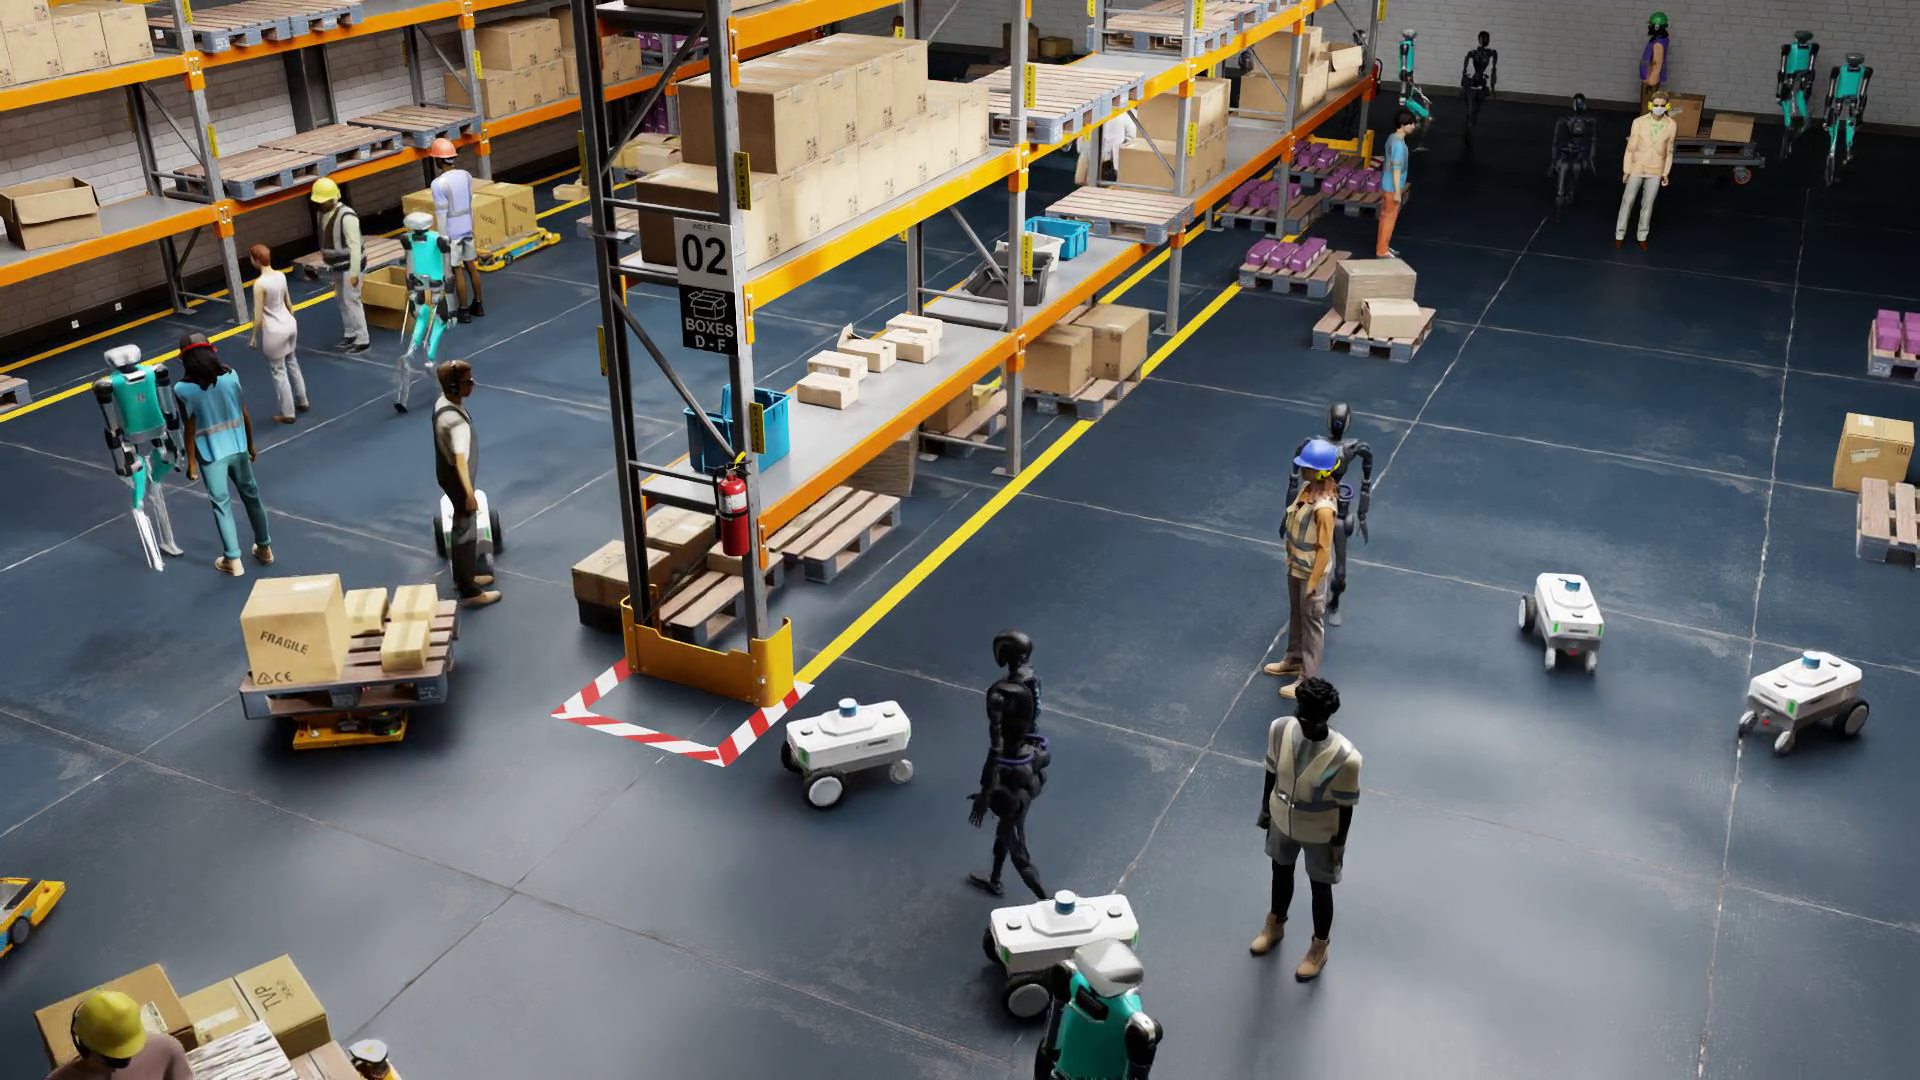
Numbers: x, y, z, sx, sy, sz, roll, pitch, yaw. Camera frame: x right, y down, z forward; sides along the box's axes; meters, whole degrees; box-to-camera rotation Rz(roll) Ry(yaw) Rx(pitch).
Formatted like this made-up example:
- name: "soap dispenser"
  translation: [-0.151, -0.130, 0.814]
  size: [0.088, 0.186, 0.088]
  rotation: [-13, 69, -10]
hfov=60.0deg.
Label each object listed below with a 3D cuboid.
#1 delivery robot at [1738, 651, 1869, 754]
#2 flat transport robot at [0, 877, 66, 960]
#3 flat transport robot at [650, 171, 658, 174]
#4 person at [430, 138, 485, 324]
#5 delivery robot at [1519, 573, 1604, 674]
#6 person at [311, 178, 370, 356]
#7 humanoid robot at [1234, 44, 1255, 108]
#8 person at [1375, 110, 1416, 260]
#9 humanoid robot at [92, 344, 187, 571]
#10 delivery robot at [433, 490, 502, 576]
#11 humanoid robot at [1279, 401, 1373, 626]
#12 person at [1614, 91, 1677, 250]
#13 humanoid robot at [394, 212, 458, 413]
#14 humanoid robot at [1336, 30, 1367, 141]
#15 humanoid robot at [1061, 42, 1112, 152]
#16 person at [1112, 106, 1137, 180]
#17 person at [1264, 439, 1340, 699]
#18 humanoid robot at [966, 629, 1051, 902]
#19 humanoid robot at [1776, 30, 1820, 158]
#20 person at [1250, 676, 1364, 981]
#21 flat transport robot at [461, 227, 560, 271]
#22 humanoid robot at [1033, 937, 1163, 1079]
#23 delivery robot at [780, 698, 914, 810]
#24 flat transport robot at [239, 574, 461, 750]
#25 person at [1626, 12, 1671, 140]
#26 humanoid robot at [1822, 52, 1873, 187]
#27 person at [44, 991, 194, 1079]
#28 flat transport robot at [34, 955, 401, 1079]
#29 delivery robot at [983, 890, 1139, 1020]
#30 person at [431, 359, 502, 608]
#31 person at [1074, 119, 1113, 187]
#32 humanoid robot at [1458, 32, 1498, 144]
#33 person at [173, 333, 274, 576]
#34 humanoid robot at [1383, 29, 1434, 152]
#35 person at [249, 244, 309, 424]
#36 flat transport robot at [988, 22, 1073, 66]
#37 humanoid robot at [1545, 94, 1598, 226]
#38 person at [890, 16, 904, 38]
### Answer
- name: "delivery robot"
  translation: [5.328, 0.985, 10.488]
  size: [0.804, 0.614, 0.499]
  rotation: [-14, 30, -26]
- name: "flat transport robot"
  translation: [-5.264, 2.149, 8.438]
  size: [0.659, 0.231, 1.431]
  rotation: [2, 26, 5]
- name: "flat transport robot"
  translation: [-3.683, -5.078, 23.036]
  size: [0.659, 0.231, 1.431]
  rotation: [12, 29, 23]
- name: "person"
  translation: [-5.300, -3.236, 17.436]
  size: [0.359, 1.938, 0.544]
  rotation: [11, 28, 21]
- name: "delivery robot"
  translation: [4.160, 0.522, 11.417]
  size: [0.499, 0.610, 0.788]
  rotation: [4, 27, 7]
- name: "person"
  translation: [-6.163, -2.741, 16.592]
  size: [0.653, 1.809, 0.451]
  rotation: [22, 34, 37]
- name: "humanoid robot"
  translation: [4.231, -6.695, 24.721]
  size: [0.538, 1.647, 0.585]
  rotation: [5, 27, 10]
- name: "person"
  translation: [5.090, -4.146, 19.475]
  size: [0.332, 1.759, 0.498]
  rotation: [3, 26, 6]
- name: "humanoid robot"
  translation: [-6.131, -0.644, 12.422]
  size: [0.684, 1.794, 0.544]
  rotation: [22, 34, 38]
- name: "delivery robot"
  translation: [-3.750, -0.088, 12.655]
  size: [0.499, 0.614, 0.815]
  rotation: [-8, 27, -16]
- name: "humanoid robot"
  translation: [2.545, -0.188, 11.562]
  size: [0.613, 1.644, 0.321]
  rotation: [3, 27, 7]
- name: "person"
  translation: [8.211, -4.422, 19.903]
  size: [0.555, 1.877, 0.403]
  rotation: [5, 27, 10]
- name: "humanoid robot"
  translation: [-5.011, -2.016, 15.266]
  size: [0.557, 1.832, 0.886]
  rotation: [11, 28, 20]
- name: "humanoid robot"
  translation: [5.878, -6.851, 25.029]
  size: [0.397, 1.642, 0.596]
  rotation: [22, 34, 37]
- name: "humanoid robot"
  translation: [1.799, -6.544, 24.448]
  size: [0.790, 1.879, 0.550]
  rotation: [-3, 26, -6]
- name: "person"
  translation: [2.117, -4.588, 20.202]
  size: [0.412, 1.906, 0.651]
  rotation: [24, 35, 39]
- name: "person"
  translation: [2.227, 0.176, 10.719]
  size: [0.305, 1.781, 0.462]
  rotation: [-4, 27, -7]
- name: "humanoid robot"
  translation: [0.320, 1.251, 8.710]
  size: [0.596, 1.644, 0.612]
  rotation: [18, 32, 32]
- name: "humanoid robot"
  translation: [12.155, -6.367, 24.109]
  size: [0.541, 1.897, 0.744]
  rotation: [-1, 26, -2]
- name: "person"
  translation: [1.723, 1.418, 8.309]
  size: [0.533, 1.692, 0.320]
  rotation: [23, 35, 38]
- name: "flat transport robot"
  translation: [-5.468, -3.508, 19.864]
  size: [0.659, 0.231, 1.431]
  rotation: [10, 28, 20]
- name: "humanoid robot"
  translation: [0.308, 2.369, 6.325]
  size: [1.034, 1.709, 0.530]
  rotation: [-19, 32, -33]
- name: "delivery robot"
  translation: [-0.672, 1.217, 9.963]
  size: [0.745, 0.565, 0.499]
  rotation: [-10, 28, -20]
- name: "flat transport robot"
  translation: [-3.929, 0.907, 10.946]
  size: [0.659, 0.231, 1.431]
  rotation: [-4, 27, -9]
- name: "person"
  translation: [10.281, -6.858, 24.758]
  size: [0.417, 1.929, 0.546]
  rotation: [7, 27, 14]
- name: "humanoid robot"
  translation: [12.066, -5.645, 22.621]
  size: [0.546, 1.837, 0.817]
  rotation: [3, 27, 7]
- name: "person"
  translation: [-3.130, 2.384, 6.300]
  size: [0.581, 1.728, 0.435]
  rotation: [-20, 32, -34]
- name: "flat transport robot"
  translation: [-3.101, 2.729, 7.265]
  size: [1.431, 0.231, 0.659]
  rotation: [-20, 32, -34]
- name: "delivery robot"
  translation: [0.516, 2.024, 8.351]
  size: [0.774, 0.581, 0.499]
  rotation: [-5, 27, -9]
- name: "person"
  translation: [-3.537, -0.408, 11.840]
  size: [0.345, 1.836, 0.501]
  rotation: [-10, 28, -20]
- name: "person"
  translation: [1.708, -4.907, 21.055]
  size: [0.477, 1.712, 0.576]
  rotation: [-20, 33, -34]
- name: "humanoid robot"
  translation: [7.758, -6.747, 24.846]
  size: [0.586, 1.635, 0.718]
  rotation: [-6, 27, -11]
- name: "person"
  translation: [-5.436, -0.628, 12.243]
  size: [0.395, 1.870, 0.529]
  rotation: [23, 34, 38]
- name: "humanoid robot"
  translation: [6.752, -6.552, 24.397]
  size: [0.877, 1.787, 0.584]
  rotation: [10, 28, 19]
- name: "person"
  translation: [-6.170, -1.859, 14.974]
  size: [0.364, 1.652, 0.461]
  rotation: [5, 27, 11]
- name: "flat transport robot"
  translation: [1.299, -8.282, 29.506]
  size: [1.431, 0.231, 0.659]
  rotation: [21, 33, 36]
- name: "humanoid robot"
  translation: [7.659, -4.753, 20.804]
  size: [0.600, 1.642, 0.557]
  rotation: [1, 26, 1]
- name: "person"
  translation: [-0.890, -6.979, 25.182]
  size: [0.521, 1.792, 0.671]
  rotation: [-8, 27, -16]
